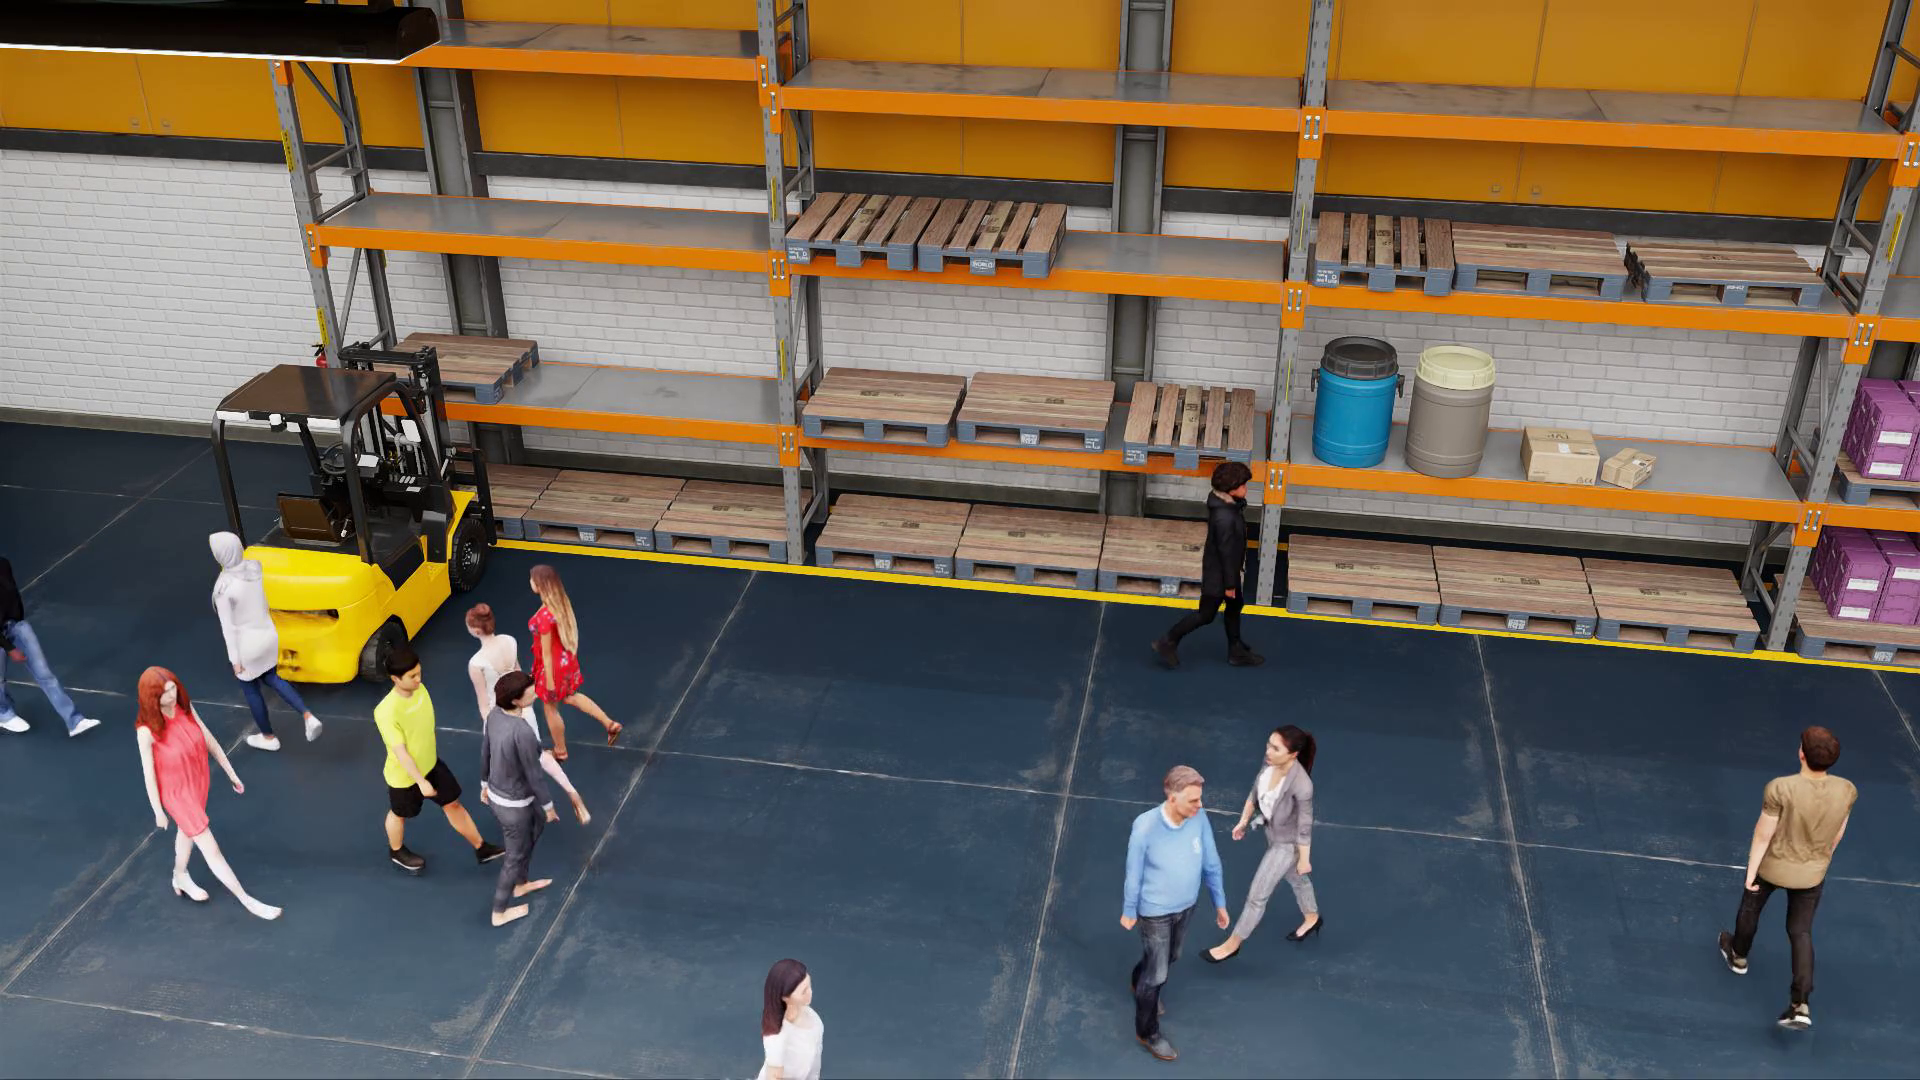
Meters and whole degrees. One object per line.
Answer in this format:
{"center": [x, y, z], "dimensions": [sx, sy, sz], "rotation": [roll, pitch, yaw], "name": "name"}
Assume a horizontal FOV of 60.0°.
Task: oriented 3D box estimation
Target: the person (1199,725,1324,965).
{"center": [1.976, 1.778, 9.810], "dimensions": [1.170, 1.623, 0.916], "rotation": [-7, 29, -12], "name": "person"}

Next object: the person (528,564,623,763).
{"center": [-2.705, 0.882, 11.499], "dimensions": [0.829, 1.579, 0.557], "rotation": [4, 29, 8], "name": "person"}

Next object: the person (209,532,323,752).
{"center": [-4.836, 0.744, 11.568], "dimensions": [0.933, 1.755, 0.735], "rotation": [11, 31, 19], "name": "person"}

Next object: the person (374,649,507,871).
{"center": [-3.515, 1.409, 10.443], "dimensions": [1.110, 1.666, 0.719], "rotation": [8, 30, 14], "name": "person"}

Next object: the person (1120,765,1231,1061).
{"center": [1.116, 1.972, 9.290], "dimensions": [0.941, 1.781, 0.992], "rotation": [-14, 32, -24], "name": "person"}

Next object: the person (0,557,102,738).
{"center": [-6.828, 0.686, 11.735], "dimensions": [1.199, 1.697, 0.762], "rotation": [10, 30, 17], "name": "person"}

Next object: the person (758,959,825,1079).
{"center": [-0.933, 2.695, 8.089], "dimensions": [0.953, 1.661, 0.661], "rotation": [2, 29, 3], "name": "person"}

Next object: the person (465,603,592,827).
{"center": [-2.841, 1.207, 10.710], "dimensions": [1.109, 1.765, 0.856], "rotation": [19, 34, 31], "name": "person"}

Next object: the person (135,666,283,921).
{"center": [-4.765, 1.532, 10.093], "dimensions": [1.113, 1.784, 0.649], "rotation": [7, 29, 13], "name": "person"}

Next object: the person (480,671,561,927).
{"center": [-2.770, 1.585, 10.049], "dimensions": [0.812, 1.733, 0.871], "rotation": [23, 36, 35], "name": "person"}

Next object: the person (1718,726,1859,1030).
{"center": [4.713, 1.910, 9.360], "dimensions": [1.109, 1.823, 0.735], "rotation": [4, 29, 7], "name": "person"}

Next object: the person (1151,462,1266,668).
{"center": [1.881, 0.229, 12.517], "dimensions": [1.108, 1.751, 0.647], "rotation": [4, 29, 7], "name": "person"}
